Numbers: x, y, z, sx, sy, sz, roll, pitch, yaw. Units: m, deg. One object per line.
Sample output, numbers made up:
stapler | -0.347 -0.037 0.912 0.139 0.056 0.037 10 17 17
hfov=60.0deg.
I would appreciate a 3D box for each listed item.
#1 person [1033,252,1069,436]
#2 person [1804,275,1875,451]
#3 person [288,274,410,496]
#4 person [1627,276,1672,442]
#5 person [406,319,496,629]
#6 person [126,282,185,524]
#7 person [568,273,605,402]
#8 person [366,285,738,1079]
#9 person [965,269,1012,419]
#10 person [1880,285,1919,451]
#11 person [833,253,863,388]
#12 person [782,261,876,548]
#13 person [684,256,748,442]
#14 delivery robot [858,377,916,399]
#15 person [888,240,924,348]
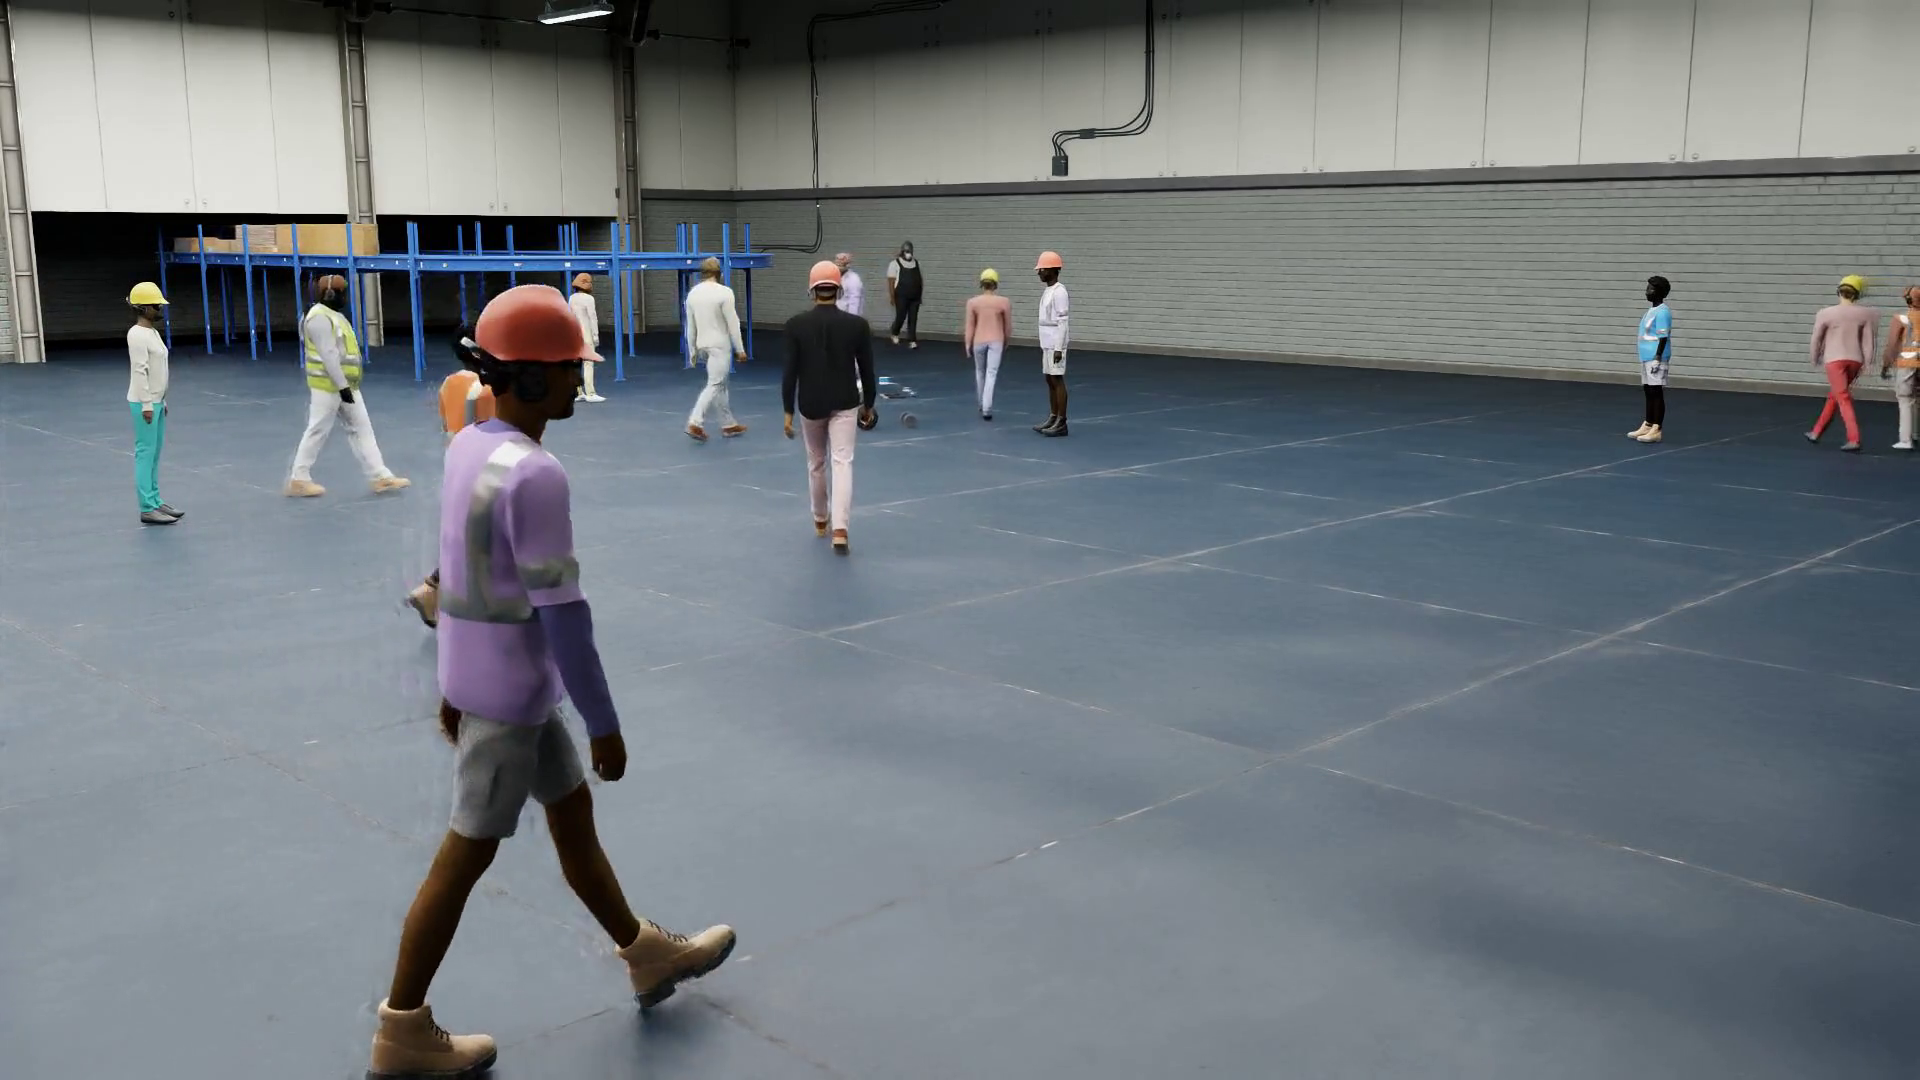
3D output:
person | 0.962 -2.083 17.667 0.376 1.936 0.549 -2 11 -12
person | 8.706 -1.747 16.434 0.493 1.709 0.817 0 10 2
person | -5.081 -1.259 13.590 0.929 1.802 0.630 0 10 0
person | 7.139 -1.864 17.134 0.318 1.697 0.534 1 10 6
person | -2.654 -0.350 8.955 0.757 1.668 0.536 -9 14 -42
person | -5.981 -1.019 12.332 0.327 1.769 0.525 -2 11 -13
person | -4.797 -2.593 21.275 0.499 1.633 0.278 9 13 39
person | -1.069 0.359 4.227 1.059 1.980 0.632 -6 12 -28
person | 0.336 -2.286 19.392 0.525 1.712 0.946 2 11 12
person | 9.406 -1.707 16.477 0.551 1.619 0.502 -1 10 -3
person | -1.534 -2.970 22.700 0.717 1.866 0.663 -8 13 -36
person | -0.895 -0.934 11.418 0.639 1.941 1.065 0 10 -3
person | -2.567 -1.985 17.246 0.639 1.906 0.959 10 14 42
delivery robot | -0.849 -1.696 18.483 0.698 0.223 0.335 -2 11 -11
person | -0.986 -4.627 31.377 0.683 2.000 0.580 -5 11 -24
